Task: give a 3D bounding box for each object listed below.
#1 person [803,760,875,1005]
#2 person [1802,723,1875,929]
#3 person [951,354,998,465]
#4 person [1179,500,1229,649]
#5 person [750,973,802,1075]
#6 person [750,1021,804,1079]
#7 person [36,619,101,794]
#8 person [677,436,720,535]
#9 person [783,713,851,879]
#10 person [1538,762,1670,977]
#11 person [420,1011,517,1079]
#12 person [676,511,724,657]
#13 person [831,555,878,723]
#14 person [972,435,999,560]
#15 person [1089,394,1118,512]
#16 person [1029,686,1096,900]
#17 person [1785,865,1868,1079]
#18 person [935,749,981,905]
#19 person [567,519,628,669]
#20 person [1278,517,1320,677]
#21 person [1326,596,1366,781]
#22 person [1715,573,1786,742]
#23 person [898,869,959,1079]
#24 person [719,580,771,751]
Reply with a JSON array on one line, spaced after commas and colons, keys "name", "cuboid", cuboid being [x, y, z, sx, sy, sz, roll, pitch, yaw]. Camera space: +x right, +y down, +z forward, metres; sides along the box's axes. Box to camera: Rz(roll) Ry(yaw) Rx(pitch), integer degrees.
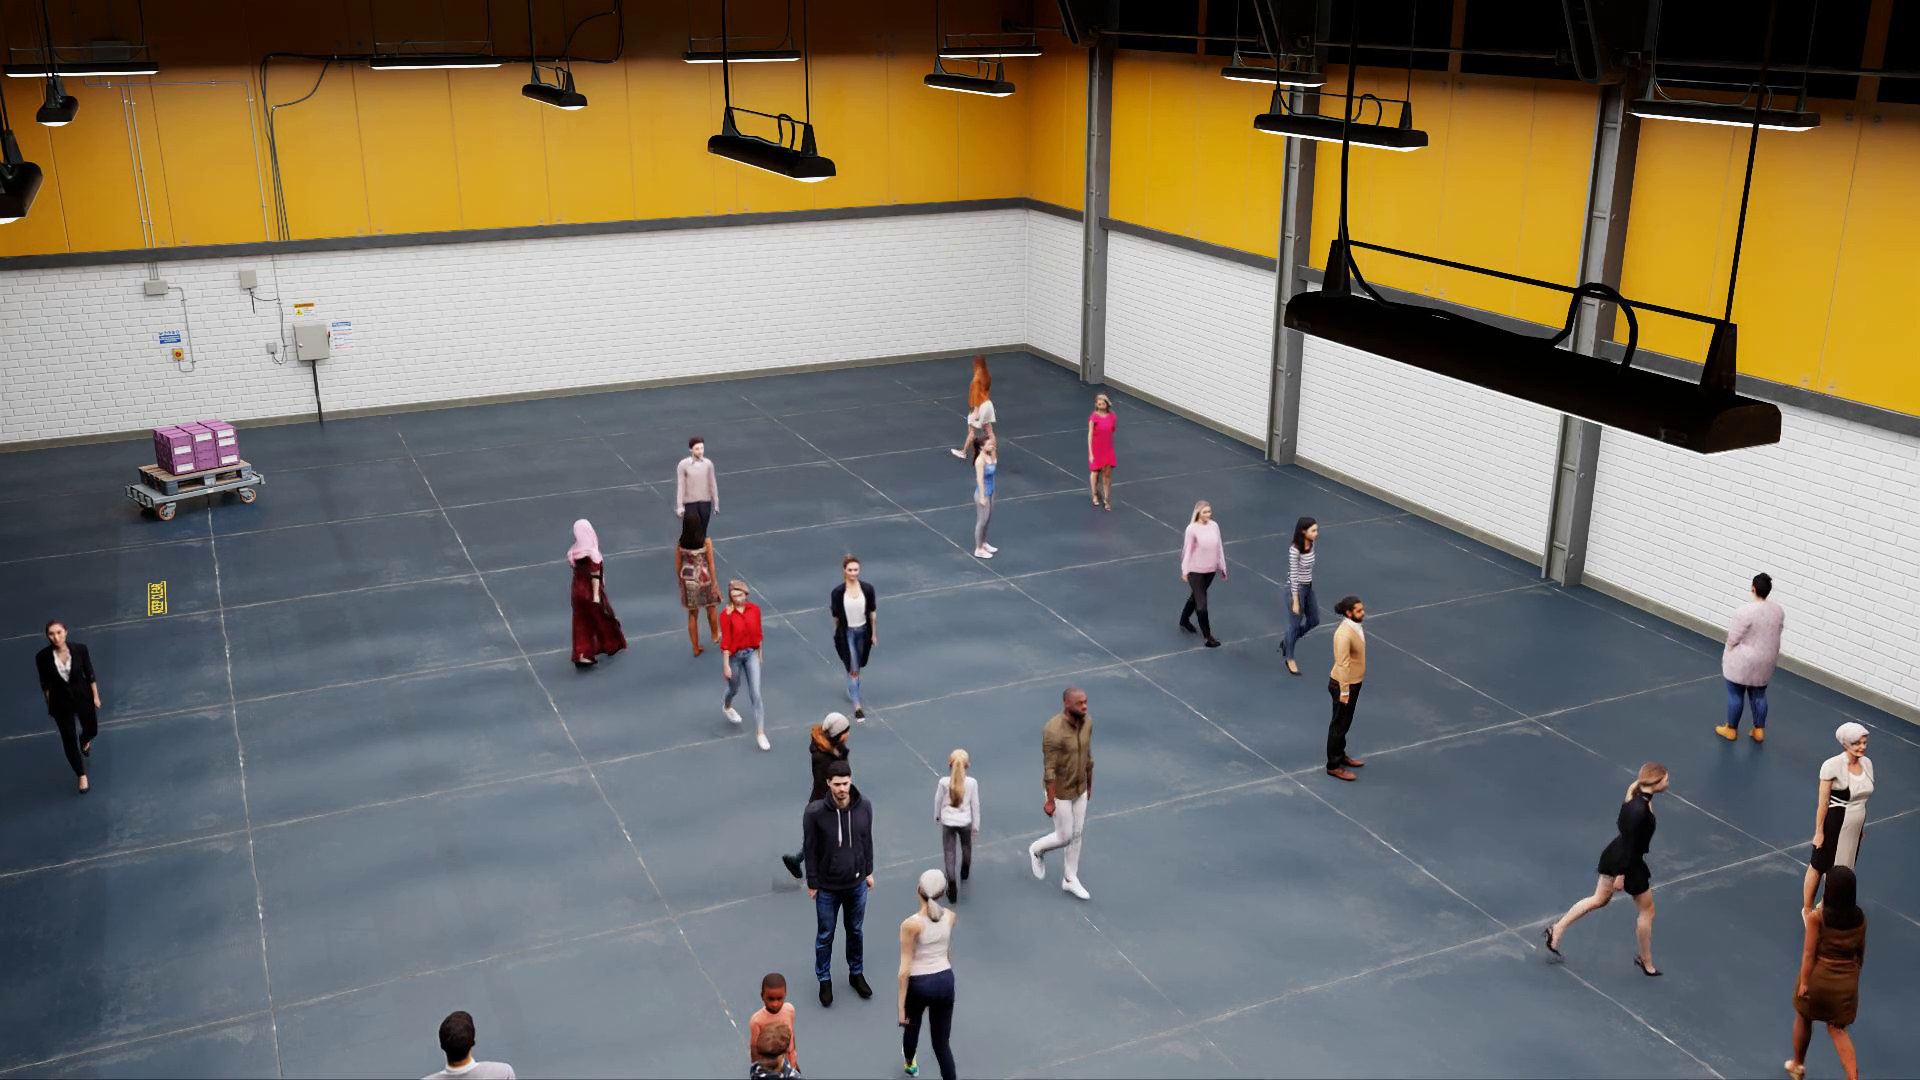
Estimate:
[{"name": "person", "cuboid": [-0.869, 2.448, 12.079, 0.680, 1.894, 0.583, -7, 20, -20]}, {"name": "person", "cuboid": [6.823, 2.233, 12.935, 0.646, 1.756, 0.551, -6, 20, -18]}, {"name": "person", "cuboid": [0.412, -1.976, 25.541, 1.126, 1.687, 0.951, 13, 23, 34]}, {"name": "person", "cuboid": [2.670, 0.342, 18.733, 0.681, 1.639, 1.127, -11, 21, -29]}, {"name": "person", "cuboid": [-1.178, 3.301, 10.461, 0.522, 1.310, 0.520, -12, 22, -33]}, {"name": "person", "cuboid": [-1.078, 3.459, 9.782, 0.576, 1.444, 0.639, 7, 20, 20]}, {"name": "person", "cuboid": [-8.180, 1.486, 15.338, 0.668, 1.638, 0.975, -11, 21, -29]}, {"name": "person", "cuboid": [-3.316, -0.452, 20.843, 0.658, 1.797, 0.605, -9, 21, -25]}, {"name": "person", "cuboid": [-1.117, 2.135, 13.448, 1.077, 1.614, 0.995, 7, 20, 21]}, {"name": "person", "cuboid": [4.841, 2.450, 12.357, 1.093, 1.712, 1.124, 5, 19, 13]}, {"name": "person", "cuboid": [-2.669, 3.430, 9.116, 0.736, 1.923, 0.625, -7, 20, -21]}, {"name": "person", "cuboid": [-2.919, 0.495, 18.293, 0.900, 1.629, 0.994, 3, 19, 9]}, {"name": "person", "cuboid": [-1.087, 0.946, 16.936, 0.743, 1.641, 1.156, -5, 19, -13]}, {"name": "person", "cuboid": [0.317, -0.578, 21.510, 0.720, 1.610, 0.652, 5, 19, 16]}, {"name": "person", "cuboid": [1.984, -1.271, 23.444, 0.682, 1.689, 0.845, -6, 20, -17]}, {"name": "person", "cuboid": [0.811, 2.015, 13.495, 0.879, 1.812, 0.953, -17, 25, -42]}, {"name": "person", "cuboid": [5.729, 2.969, 10.893, 0.829, 1.664, 1.067, 0, 19, -1]}, {"name": "person", "cuboid": [-0.025, 2.330, 13.432, 0.680, 1.255, 0.864, -2, 19, -5]}, {"name": "person", "cuboid": [-4.058, 0.601, 17.996, 0.987, 1.618, 1.020, -16, 24, -39]}, {"name": "person", "cuboid": [3.543, 0.590, 17.773, 0.770, 1.782, 0.713, 17, 25, 40]}, {"name": "person", "cuboid": [3.614, 1.350, 15.559, 0.803, 1.755, 0.757, 8, 20, 23]}, {"name": "person", "cuboid": [7.726, 1.138, 16.203, 0.780, 1.744, 0.753, -2, 19, -7]}, {"name": "person", "cuboid": [-0.173, 3.008, 10.801, 0.685, 1.648, 1.044, -13, 23, -34]}, {"name": "person", "cuboid": [-2.183, 1.162, 16.267, 0.689, 1.658, 1.132, -12, 22, -31]}]
